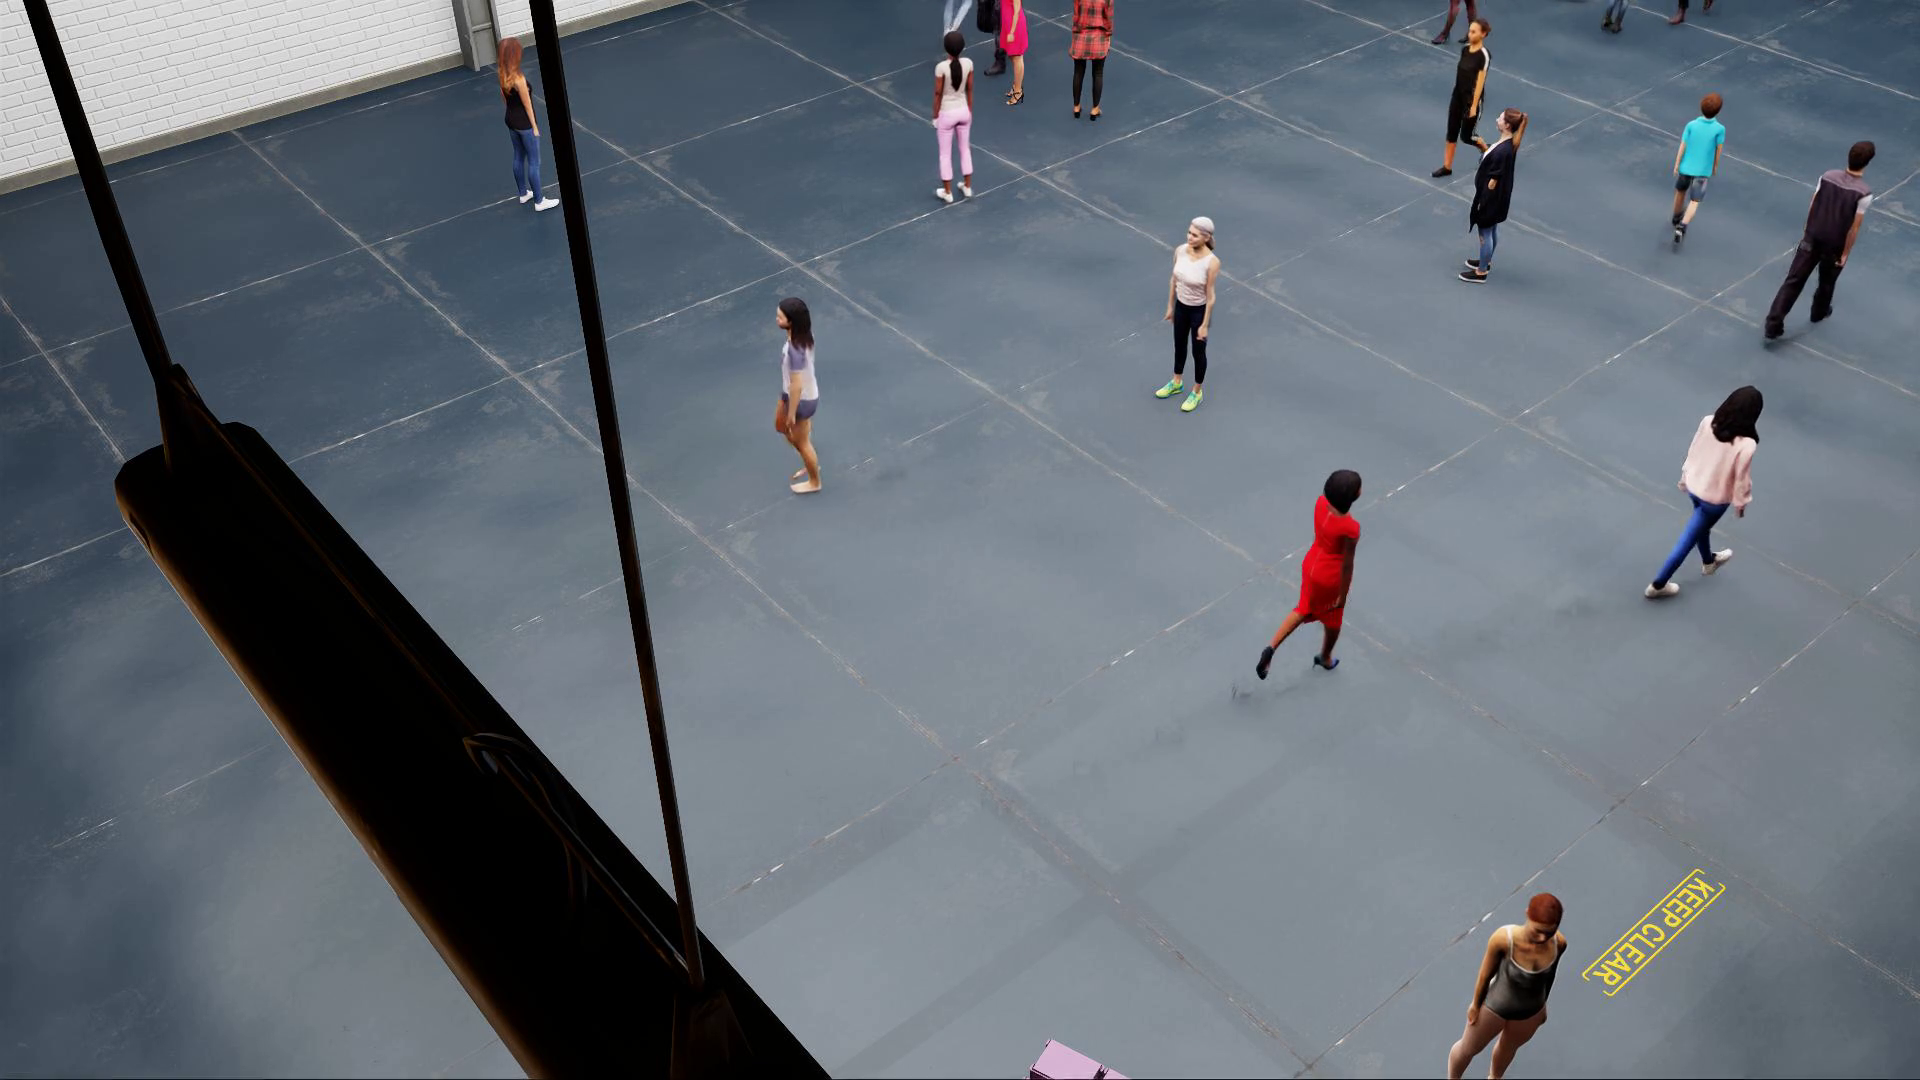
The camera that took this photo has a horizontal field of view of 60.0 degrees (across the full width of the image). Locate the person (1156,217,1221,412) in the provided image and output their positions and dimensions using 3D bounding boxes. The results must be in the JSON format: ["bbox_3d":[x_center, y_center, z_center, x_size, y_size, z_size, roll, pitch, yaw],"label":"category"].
[{"bbox_3d":[1.903,-1.868,13.572,0.532,1.703,0.598,-30,47,-32],"label":"person"}]

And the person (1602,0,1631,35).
[{"bbox_3d":[8.009,-6.731,19.974,0.481,1.311,0.548,31,48,33],"label":"person"}]

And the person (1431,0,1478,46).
[{"bbox_3d":[6.093,-6.665,19.591,0.934,1.687,0.836,-4,39,-5],"label":"person"}]

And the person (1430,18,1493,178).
[{"bbox_3d":[5.216,-4.468,16.863,0.967,1.658,0.767,-14,41,-17],"label":"person"}]

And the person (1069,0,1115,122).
[{"bbox_3d":[1.410,-5.394,17.987,0.707,1.702,0.728,10,40,13],"label":"person"}]

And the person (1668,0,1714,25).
[{"bbox_3d":[9.056,-7.161,20.108,0.990,1.816,0.684,-27,46,-30],"label":"person"}]

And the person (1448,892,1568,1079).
[{"bbox_3d":[2.759,2.325,8.369,0.586,1.643,0.679,-3,39,-3],"label":"person"}]

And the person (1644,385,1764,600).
[{"bbox_3d":[5.120,-0.284,11.557,1.119,1.742,0.910,-11,40,-14],"label":"person"}]

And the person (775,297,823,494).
[{"bbox_3d":[-1.131,-1.082,12.574,0.746,1.719,0.707,-3,39,-4],"label":"person"}]

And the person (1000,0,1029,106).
[{"bbox_3d":[0.613,-5.665,18.306,0.715,1.728,0.663,1,39,1],"label":"person"}]

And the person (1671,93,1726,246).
[{"bbox_3d":[7.024,-3.536,15.878,0.692,1.430,0.996,22,44,26],"label":"person"}]

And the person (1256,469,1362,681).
[{"bbox_3d":[2.318,0.271,10.875,0.996,1.724,0.664,-20,43,-24],"label":"person"}]

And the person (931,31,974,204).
[{"bbox_3d":[-0.072,-4.187,16.447,0.529,1.738,0.690,-18,42,-21],"label":"person"}]

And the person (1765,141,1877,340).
[{"bbox_3d":[7.391,-2.529,14.319,1.155,1.804,0.654,-28,46,-30],"label":"person"}]

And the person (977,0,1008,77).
[{"bbox_3d":[0.466,-6.285,18.951,0.755,1.892,0.919,29,47,31],"label":"person"}]

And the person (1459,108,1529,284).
[{"bbox_3d":[4.887,-3.151,15.194,0.759,1.683,0.615,20,43,23],"label":"person"}]

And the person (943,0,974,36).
[{"bbox_3d":[-0.065,-6.568,19.474,0.752,1.681,0.700,19,42,22],"label":"person"}]

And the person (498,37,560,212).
[{"bbox_3d":[-4.310,-4.092,16.340,0.610,1.722,0.544,30,48,32],"label":"person"}]
